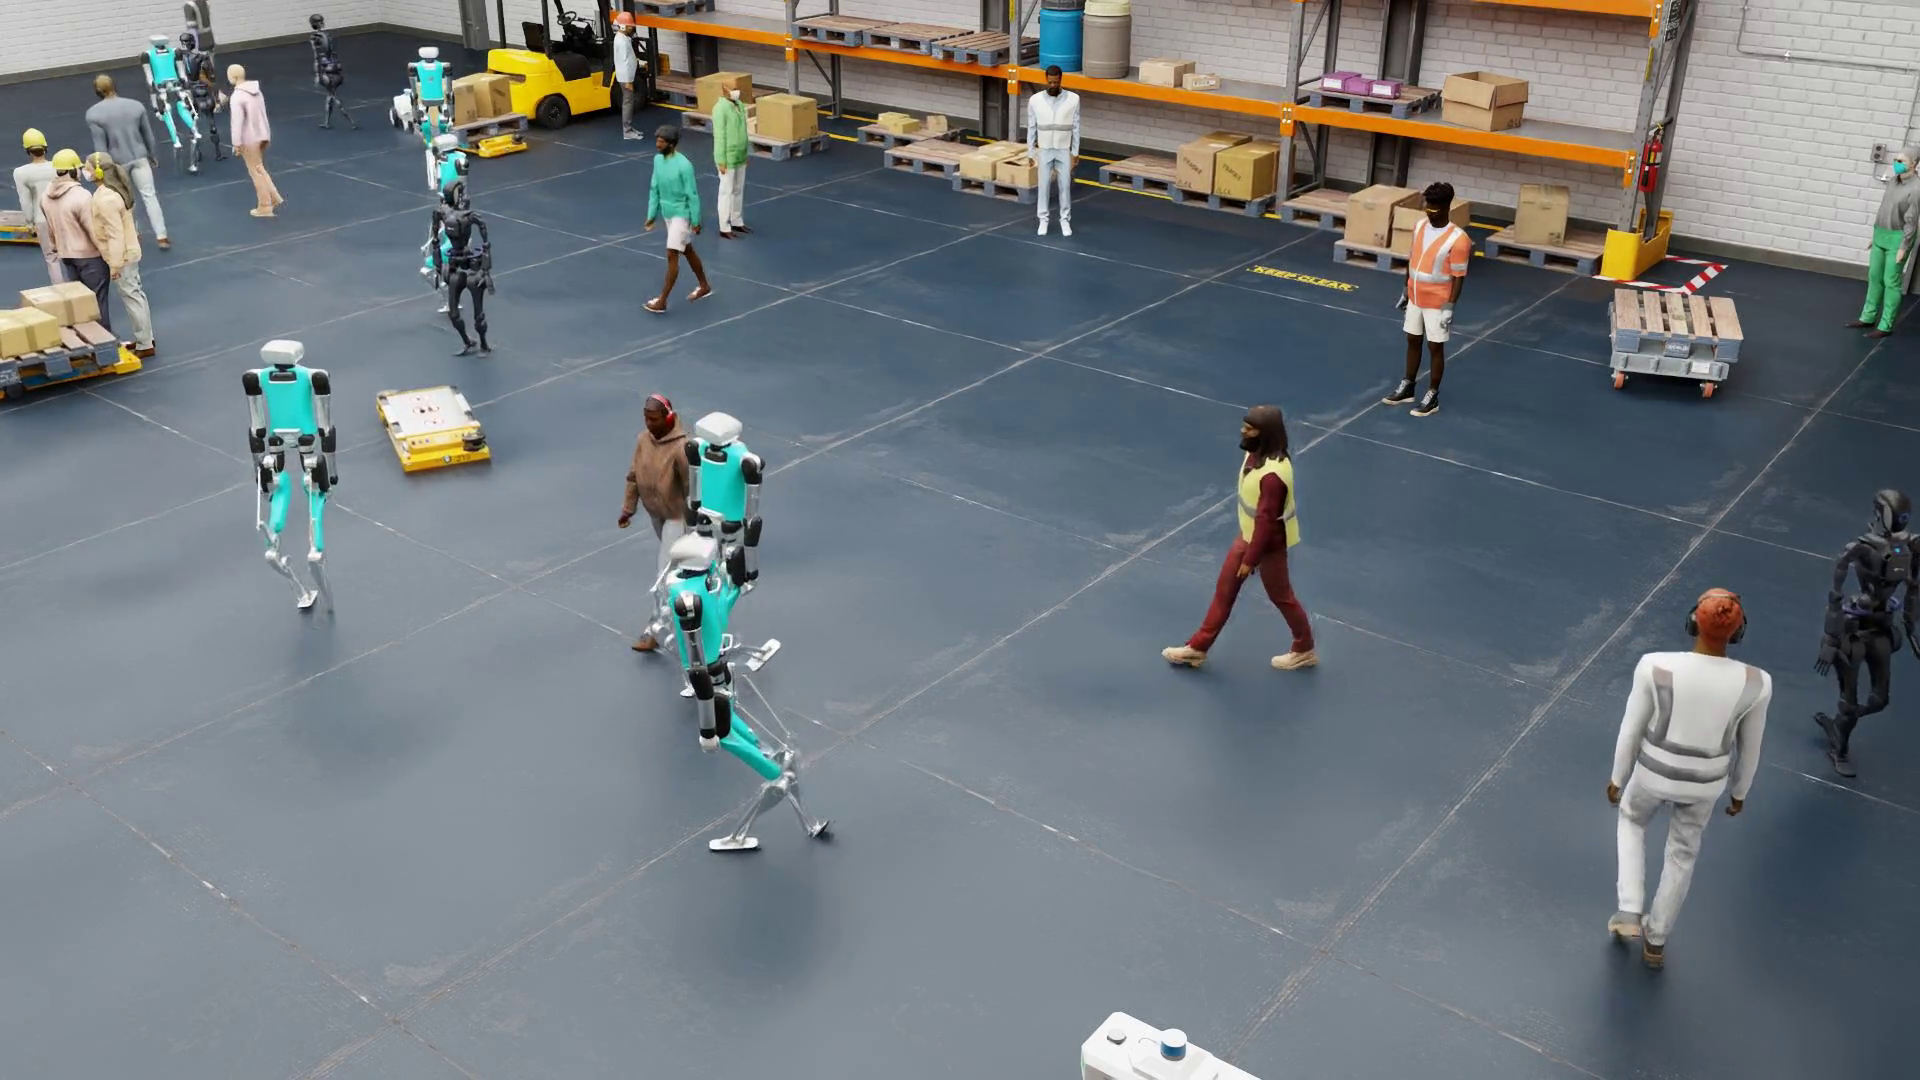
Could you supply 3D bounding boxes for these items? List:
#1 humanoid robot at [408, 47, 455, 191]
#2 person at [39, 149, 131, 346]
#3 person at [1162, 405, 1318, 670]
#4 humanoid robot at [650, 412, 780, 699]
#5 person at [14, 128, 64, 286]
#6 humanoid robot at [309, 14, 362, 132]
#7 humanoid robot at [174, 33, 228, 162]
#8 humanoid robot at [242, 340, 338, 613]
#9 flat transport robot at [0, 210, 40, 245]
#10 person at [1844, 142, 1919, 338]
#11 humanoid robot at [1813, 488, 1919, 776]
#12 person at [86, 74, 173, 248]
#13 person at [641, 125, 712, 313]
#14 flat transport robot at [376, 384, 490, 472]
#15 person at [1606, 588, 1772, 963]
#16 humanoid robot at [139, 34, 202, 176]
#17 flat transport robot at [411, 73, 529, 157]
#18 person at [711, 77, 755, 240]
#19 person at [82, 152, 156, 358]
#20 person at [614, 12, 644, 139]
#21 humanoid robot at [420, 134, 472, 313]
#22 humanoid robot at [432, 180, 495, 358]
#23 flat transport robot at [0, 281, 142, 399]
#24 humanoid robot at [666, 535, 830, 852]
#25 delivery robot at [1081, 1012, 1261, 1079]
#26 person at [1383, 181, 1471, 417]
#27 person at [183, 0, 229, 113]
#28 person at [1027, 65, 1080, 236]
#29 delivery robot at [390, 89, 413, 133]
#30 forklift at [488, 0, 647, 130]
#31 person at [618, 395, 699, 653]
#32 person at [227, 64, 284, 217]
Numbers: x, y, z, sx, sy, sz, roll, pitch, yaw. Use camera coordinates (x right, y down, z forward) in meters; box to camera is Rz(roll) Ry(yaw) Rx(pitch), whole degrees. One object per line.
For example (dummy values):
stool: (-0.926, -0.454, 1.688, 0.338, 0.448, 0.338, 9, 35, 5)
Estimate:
humanoid robot: (-6.619, -5.337, 20.940, 0.556, 1.768, 0.822, -9, 27, -17)
person: (-8.009, -2.614, 15.161, 0.800, 1.857, 0.436, 12, 28, 23)
person: (1.760, 0.012, 9.887, 0.967, 1.713, 0.486, -4, 26, -8)
humanoid robot: (-1.451, 0.161, 9.542, 0.552, 1.739, 1.004, 16, 30, 30)
person: (-8.924, -3.157, 16.382, 0.524, 1.772, 0.307, -16, 30, -30)
humanoid robot: (-9.049, -6.713, 23.935, 0.747, 1.633, 0.616, 5, 26, 11)
humanoid robot: (-10.162, -5.901, 22.157, 0.599, 1.655, 0.315, -2, 26, -4)
humanoid robot: (-4.246, -0.280, 10.594, 0.546, 1.884, 0.758, -3, 26, -5)
flat transport robot: (-10.764, -3.550, 18.923, 1.431, 0.231, 0.659, 4, 26, 8)
person: (8.749, -2.824, 15.626, 0.346, 1.838, 0.522, -3, 26, -6)
humanoid robot: (4.892, 0.474, 8.990, 0.589, 1.638, 0.463, -6, 26, -13)
person: (-9.153, -4.164, 18.347, 0.661, 1.887, 0.946, -21, 33, -36)
person: (-2.842, -3.170, 16.373, 0.493, 1.799, 0.975, 23, 34, 39)
flat transport robot: (-4.297, -0.931, 13.499, 0.659, 0.231, 1.431, -12, 28, -23)
person: (3.256, 1.062, 7.524, 0.604, 1.868, 0.435, 7, 27, 14)
humanoid robot: (-10.050, -5.544, 21.397, 0.544, 1.792, 0.800, -22, 34, -38)
flat transport robot: (-6.738, -5.538, 23.039, 1.431, 0.231, 0.659, 18, 31, 33)
person: (-2.570, -4.307, 18.750, 0.384, 1.782, 0.550, 12, 28, 23)
person: (-7.585, -2.578, 15.065, 0.410, 1.877, 0.554, -9, 27, -18)
person: (-4.671, -6.538, 23.420, 0.347, 1.738, 0.571, -5, 26, -11)
humanoid robot: (-5.046, -2.955, 16.059, 0.748, 1.832, 0.537, -19, 32, -34)
humanoid robot: (-4.464, -2.440, 15.015, 0.600, 1.647, 0.375, 6, 26, 12)
flat transport robot: (-8.100, -1.518, 14.714, 1.431, 0.231, 0.659, -20, 32, -36)
humanoid robot: (-0.997, 0.849, 8.243, 0.798, 1.880, 0.546, -2, 26, -4)
delivery robot: (0.858, 2.231, 6.638, 0.804, 0.610, 0.499, 18, 31, 33)
person: (3.878, -1.998, 13.767, 0.376, 1.959, 0.601, -14, 29, -27)
person: (-11.353, -7.405, 24.885, 0.464, 2.027, 0.617, 3, 26, 5)
person: (1.055, -4.410, 18.827, 0.596, 1.907, 0.410, 0, 26, -1)
delivery robot: (-7.990, -6.258, 24.173, 0.499, 0.570, 0.747, -12, 28, -24)
forklift: (-5.874, -7.334, 24.552, 1.214, 2.155, 2.313, 19, 32, 34)
person: (-1.850, -0.133, 10.299, 0.455, 1.612, 0.813, 20, 32, 35)
person: (-8.304, -4.677, 19.531, 0.457, 1.766, 0.541, 4, 26, 7)
